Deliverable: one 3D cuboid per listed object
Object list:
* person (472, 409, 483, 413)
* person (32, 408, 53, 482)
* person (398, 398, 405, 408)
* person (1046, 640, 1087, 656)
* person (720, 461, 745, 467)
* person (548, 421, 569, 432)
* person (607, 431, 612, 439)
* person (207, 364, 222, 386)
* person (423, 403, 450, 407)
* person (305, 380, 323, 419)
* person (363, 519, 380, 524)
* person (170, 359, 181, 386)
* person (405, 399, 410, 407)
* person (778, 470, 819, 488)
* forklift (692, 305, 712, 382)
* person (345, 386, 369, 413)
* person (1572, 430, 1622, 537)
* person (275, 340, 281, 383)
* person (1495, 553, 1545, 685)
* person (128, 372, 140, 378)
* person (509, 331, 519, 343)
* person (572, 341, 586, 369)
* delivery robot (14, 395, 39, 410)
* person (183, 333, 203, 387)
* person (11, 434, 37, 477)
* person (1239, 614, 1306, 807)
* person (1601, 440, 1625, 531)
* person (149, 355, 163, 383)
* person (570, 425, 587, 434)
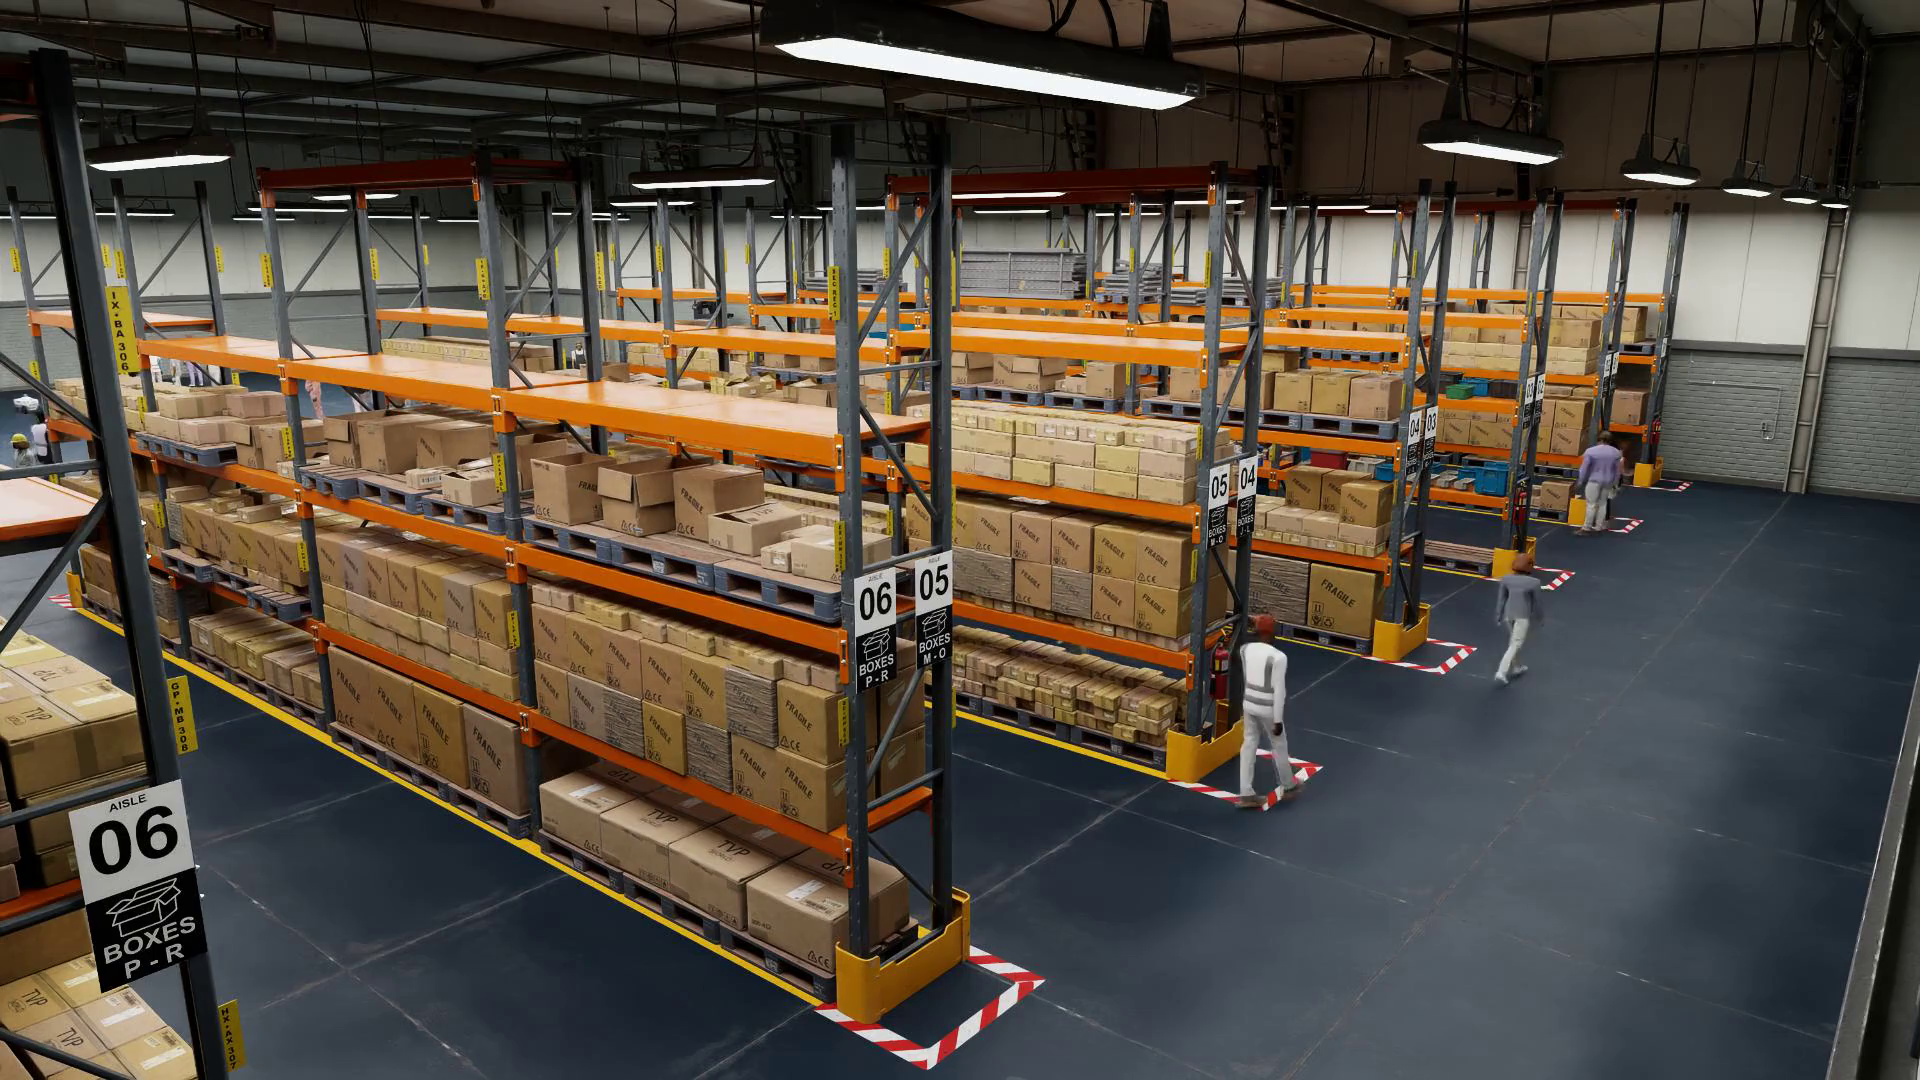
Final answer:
[{"bbox_3d":[-13.575,-3.946,35.378,0.773,1.675,0.540,7,15,25],"label":"person"},{"bbox_3d":[-18.823,-1.756,25.896,0.602,1.900,0.693,8,16,29],"label":"person"},{"bbox_3d":[-12.703,-2.416,28.787,0.968,1.824,0.539,3,14,14],"label":"person"},{"bbox_3d":[1.335,0.718,15.740,0.617,1.880,0.945,-12,18,-40],"label":"person"},{"bbox_3d":[-5.274,-2.373,29.084,0.877,1.583,0.532,-12,18,-41],"label":"person"},{"bbox_3d":[-8.943,-2.366,28.198,0.374,1.997,0.613,7,15,25],"label":"person"},{"bbox_3d":[-7.112,-1.446,25.273,0.535,1.590,0.901,-13,19,-42],"label":"person"},{"bbox_3d":[-24.013,-5.304,40.558,0.528,1.870,0.306,1,14,6],"label":"person"},{"bbox_3d":[-12.393,-2.755,29.987,0.639,1.911,0.406,-11,17,-38],"label":"person"},{"bbox_3d":[-18.235,-4.105,35.543,0.399,1.907,0.644,-6,15,-23],"label":"person"},{"bbox_3d":[-10.866,-1.024,23.336,0.362,1.684,0.538,-6,15,-24],"label":"person"},{"bbox_3d":[-25.086,-5.229,40.265,0.316,1.860,0.531,-4,14,-14],"label":"person"},{"bbox_3d":[-16.914,-4.732,38.224,0.636,1.867,0.985,-7,15,-27],"label":"person"},{"bbox_3d":[-3.508,-1.969,26.795,1.028,1.879,0.631,8,16,28],"label":"person"},{"bbox_3d":[-9.511,-7.392,47.124,1.873,2.768,1.129,11,17,38],"label":"forklift"},{"bbox_3d":[-17.383,-4.306,36.261,0.626,1.944,0.985,-9,16,-32],"label":"person"},{"bbox_3d":[11.577,-1.026,22.881,0.773,1.918,0.434,0,14,-1],"label":"person"},{"bbox_3d":[-24.991,-6.726,46.376,0.622,1.893,0.434,7,15,27],"label":"person"},{"bbox_3d":[6.805,0.946,15.410,0.832,1.598,0.511,-10,17,-34],"label":"person"},{"bbox_3d":[-22.584,-3.835,34.463,0.961,1.889,0.557,-8,16,-28],"label":"person"},{"bbox_3d":[-17.586,-7.492,49.609,0.429,1.845,0.620,3,14,13],"label":"person"},{"bbox_3d":[-12.848,-5.798,42.632,0.521,1.844,0.331,-6,15,-25],"label":"person"},{"bbox_3d":[-28.774,-4.239,38.804,0.707,0.478,0.477,6,15,23],"label":"delivery robot"},{"bbox_3d":[-27.627,-6.475,45.292,0.402,1.906,0.652,9,16,32],"label":"person"},{"bbox_3d":[-17.542,-1.132,23.656,0.487,1.744,0.294,5,15,21],"label":"person"},{"bbox_3d":[2.992,1.617,12.122,0.882,1.847,0.603,-9,16,-33],"label":"person"},{"bbox_3d":[11.896,-1.010,23.281,0.584,1.677,0.545,-6,15,-23],"label":"person"},{"bbox_3d":[-27.233,-5.675,42.564,0.310,1.636,0.523,12,18,40],"label":"person"},{"bbox_3d":[-9.403,-2.879,30.647,0.591,1.844,0.978,2,14,8],"label":"person"}]
